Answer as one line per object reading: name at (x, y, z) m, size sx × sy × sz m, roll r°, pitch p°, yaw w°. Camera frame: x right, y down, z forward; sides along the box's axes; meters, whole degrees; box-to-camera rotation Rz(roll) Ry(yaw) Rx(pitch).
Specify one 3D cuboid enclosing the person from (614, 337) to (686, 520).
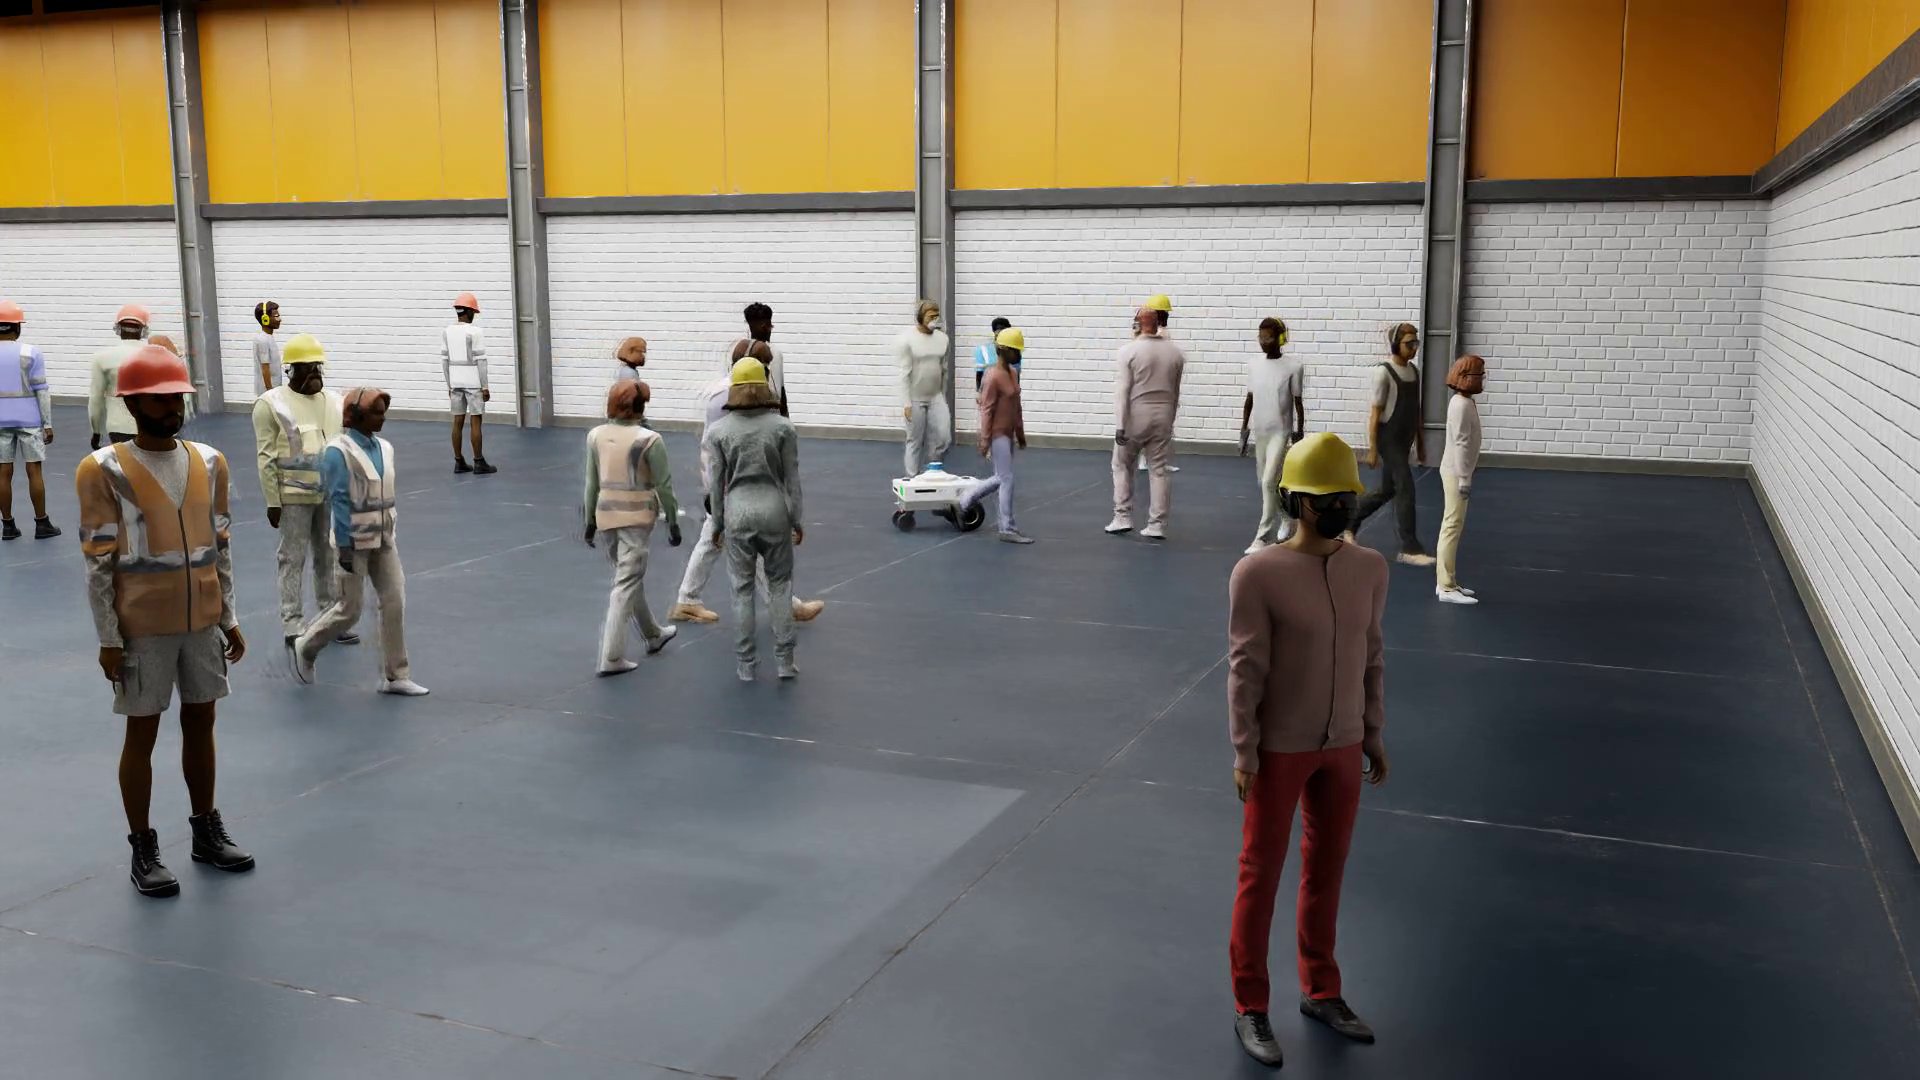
person at (-2.747, -0.950, 14.436) m, size 0.796 × 1.597 × 0.523 m, roll -3°, pitch 10°, yaw -16°

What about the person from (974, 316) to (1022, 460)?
person at (0.420, -1.626, 18.268) m, size 0.525 × 1.678 × 0.690 m, roll 0°, pitch 9°, yaw 2°

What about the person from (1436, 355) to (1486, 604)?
person at (3.323, -0.404, 11.020) m, size 0.283 × 1.634 × 0.498 m, roll 3°, pitch 10°, yaw 16°

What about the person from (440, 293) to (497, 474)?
person at (-5.247, -1.662, 17.757) m, size 0.542 × 1.928 × 0.375 m, roll 4°, pitch 10°, yaw 22°

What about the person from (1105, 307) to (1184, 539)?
person at (1.495, -0.964, 13.662) m, size 0.676 × 1.878 × 0.703 m, roll -4°, pitch 10°, yaw -24°

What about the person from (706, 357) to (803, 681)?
person at (-1.096, -0.110, 8.924) m, size 0.491 × 1.742 × 0.311 m, roll -1°, pitch 9°, yaw -5°

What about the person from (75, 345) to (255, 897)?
person at (-2.825, 0.279, 5.950) m, size 0.347 × 1.943 × 0.545 m, roll 6°, pitch 11°, yaw 34°

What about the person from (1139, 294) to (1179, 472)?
person at (2.103, -1.683, 17.914) m, size 0.401 × 1.922 × 0.607 m, roll -5°, pitch 11°, yaw -28°

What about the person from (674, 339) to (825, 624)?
person at (-1.346, -0.343, 10.242) m, size 0.977 × 1.781 × 0.650 m, roll 0°, pitch 9°, yaw 2°

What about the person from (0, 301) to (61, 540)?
person at (-7.645, -0.961, 13.479) m, size 0.545 × 1.938 × 0.359 m, roll -2°, pitch 10°, yaw -10°

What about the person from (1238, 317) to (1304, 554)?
person at (2.487, -0.837, 13.084) m, size 0.505 × 1.842 × 0.871 m, roll 8°, pitch 13°, yaw 41°

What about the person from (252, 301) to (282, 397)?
person at (-6.790, -1.413, 16.418) m, size 0.328 × 1.874 × 0.521 m, roll -4°, pitch 10°, yaw -23°

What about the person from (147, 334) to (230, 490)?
person at (-7.217, -1.095, 15.325) m, size 0.805 × 1.602 × 0.512 m, roll -3°, pitch 10°, yaw -15°

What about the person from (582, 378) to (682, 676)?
person at (-1.787, -0.089, 9.220) m, size 0.532 × 1.595 × 0.793 m, roll 5°, pitch 11°, yaw 29°

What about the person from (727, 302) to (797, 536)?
person at (-1.726, -1.017, 13.836) m, size 0.925 × 1.934 × 0.607 m, roll 5°, pitch 11°, yaw 29°

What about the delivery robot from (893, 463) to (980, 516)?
delivery robot at (-0.204, -0.410, 14.036) m, size 0.707 × 0.478 × 0.477 m, roll -2°, pitch 10°, yaw -13°

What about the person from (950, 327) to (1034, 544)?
person at (0.261, -0.846, 13.377) m, size 0.690 × 1.735 × 0.529 m, roll 4°, pitch 10°, yaw 21°

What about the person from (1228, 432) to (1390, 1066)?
person at (0.986, 0.577, 4.680) m, size 0.525 × 1.769 × 0.316 m, roll -4°, pitch 10°, yaw -25°

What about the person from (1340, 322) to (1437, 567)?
person at (3.208, -0.737, 12.509) m, size 0.908 × 1.813 × 0.525 m, roll 9°, pitch 13°, yaw 43°

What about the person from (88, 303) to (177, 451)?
person at (-6.325, -0.853, 12.828) m, size 1.019 × 1.943 × 0.604 m, roll 7°, pitch 12°, yaw 38°

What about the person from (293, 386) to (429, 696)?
person at (-3.114, 0.011, 8.548) m, size 0.660 × 1.613 × 0.512 m, roll 3°, pitch 10°, yaw 20°

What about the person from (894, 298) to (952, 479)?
person at (-0.329, -1.270, 15.404) m, size 0.624 × 1.916 × 0.460 m, roll -6°, pitch 11°, yaw -34°

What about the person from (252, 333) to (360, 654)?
person at (-3.753, -0.272, 9.613) m, size 0.404 × 1.836 × 0.587 m, roll 6°, pitch 11°, yaw 32°
